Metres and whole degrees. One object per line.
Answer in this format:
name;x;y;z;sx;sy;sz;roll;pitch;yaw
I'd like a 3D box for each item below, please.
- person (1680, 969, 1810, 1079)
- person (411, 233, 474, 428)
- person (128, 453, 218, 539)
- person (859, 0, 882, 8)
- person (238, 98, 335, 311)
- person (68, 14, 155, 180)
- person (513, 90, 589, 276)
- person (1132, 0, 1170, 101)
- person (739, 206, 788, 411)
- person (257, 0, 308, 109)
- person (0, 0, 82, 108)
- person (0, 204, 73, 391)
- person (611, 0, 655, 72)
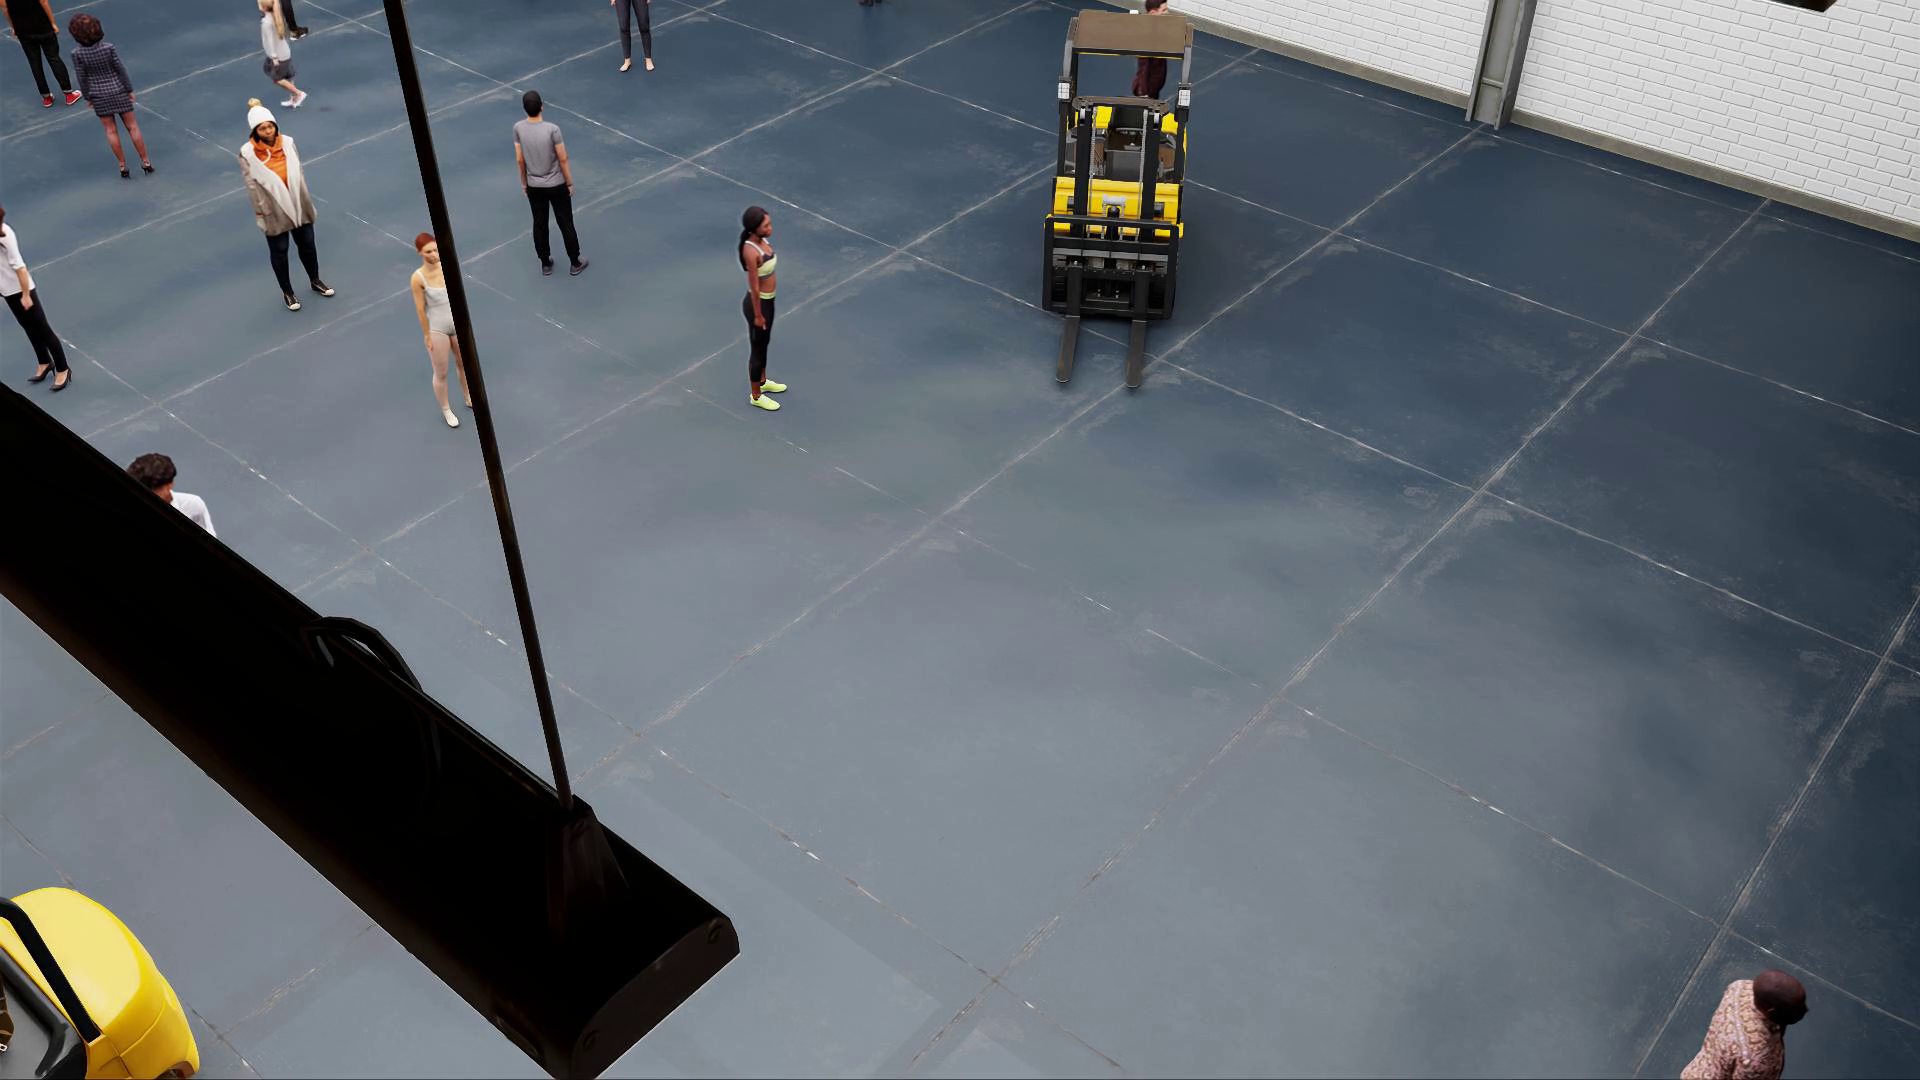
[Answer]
person;3.529;2.593;7.749;0.753;1.807;0.777;9;39;11
person;-4.107;-1.695;13.250;0.476;1.644;0.542;29;47;31
person;-4.991;0.204;10.739;0.722;1.809;0.734;-13;40;-16
person;-1.116;-7.392;20.373;0.623;1.657;0.574;-27;46;-29
person;-5.977;-2.970;14.651;0.670;1.887;0.701;31;48;33
person;-8.499;-4.428;16.625;0.695;1.702;0.689;-16;41;-19
person;-3.754;-3.237;15.093;0.665;1.754;0.759;2;39;2
person;1.889;-4.562;16.663;0.729;1.864;0.762;11;40;13
person;-1.620;-1.889;13.405;0.664;1.753;0.644;5;39;6
person;-7.351;-5.296;18.061;0.731;1.267;0.669;-1;39;-2
person;-10.042;-5.570;18.010;0.731;1.758;0.767;-8;39;-10
person;-7.676;-2.037;13.557;0.483;1.794;0.683;23;44;26
person;-3.723;-6.195;18.785;0.679;1.768;0.733;-4;39;-5
